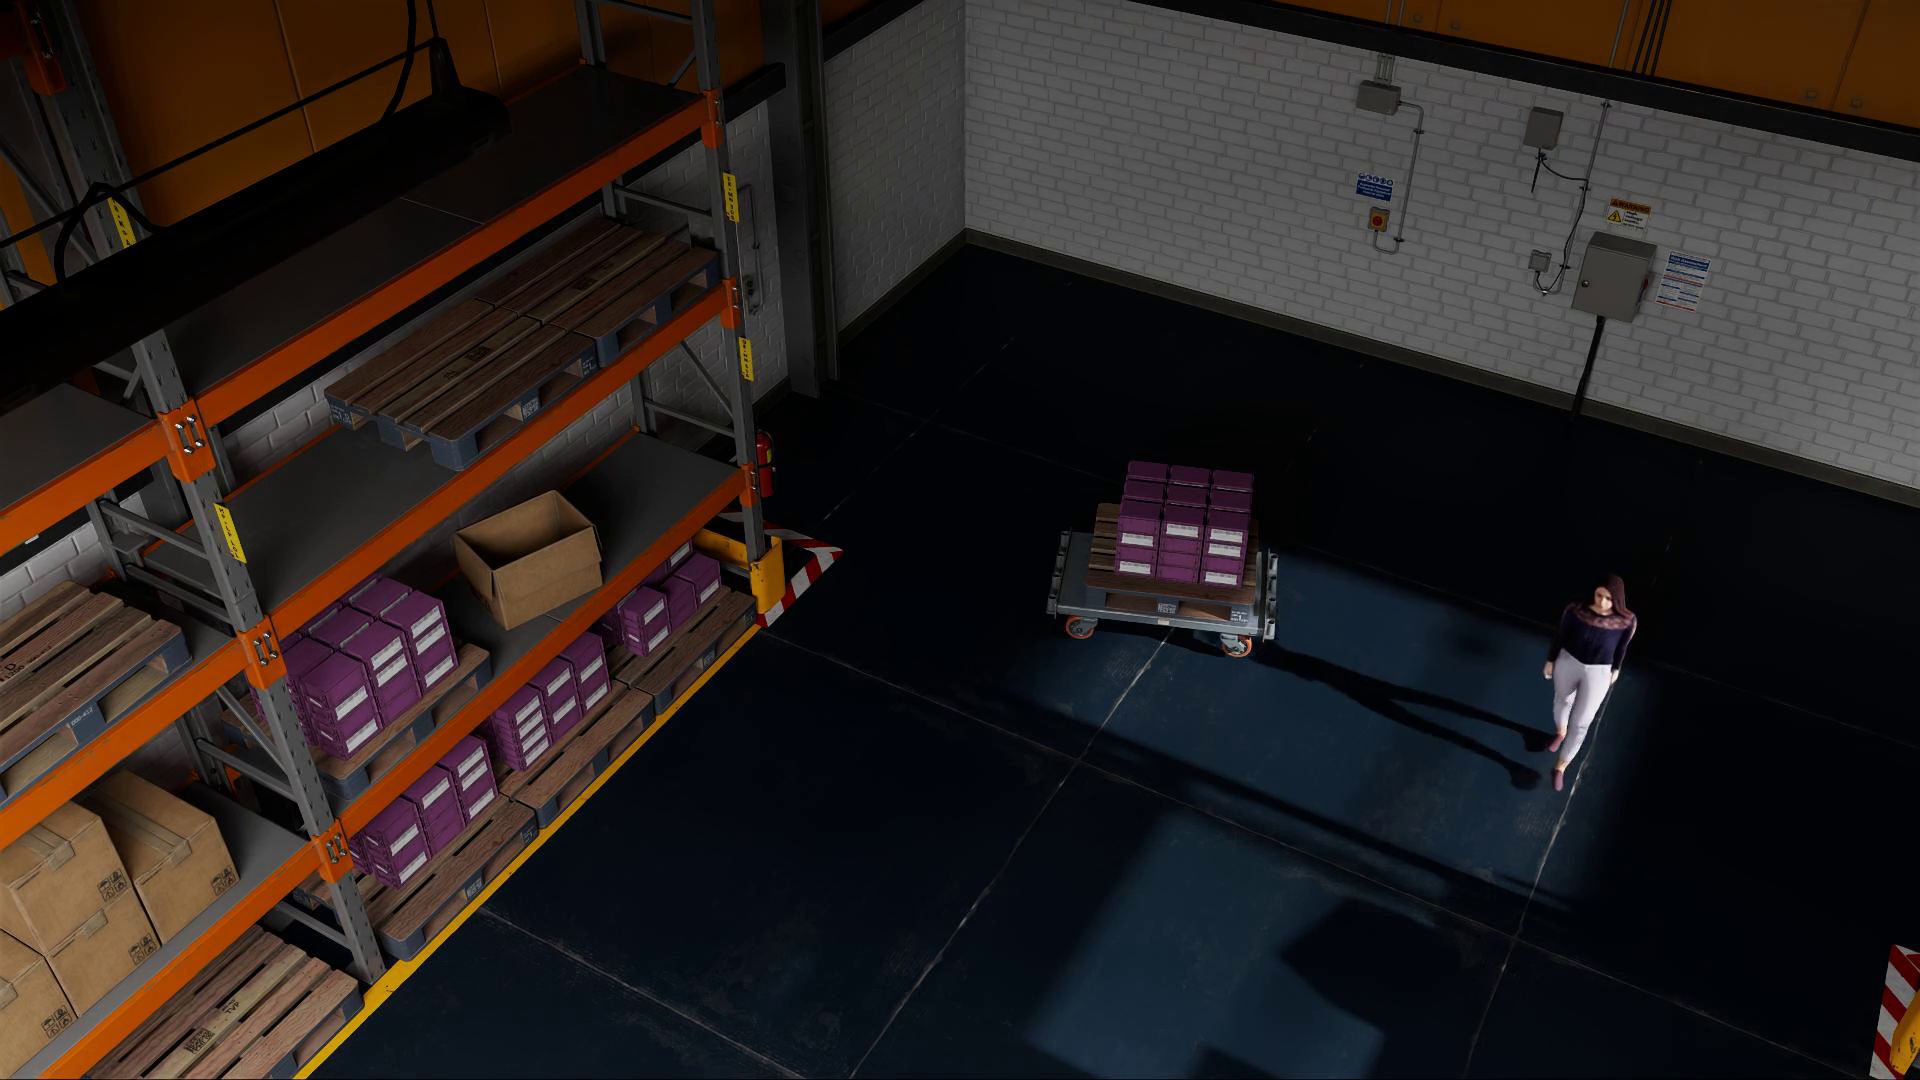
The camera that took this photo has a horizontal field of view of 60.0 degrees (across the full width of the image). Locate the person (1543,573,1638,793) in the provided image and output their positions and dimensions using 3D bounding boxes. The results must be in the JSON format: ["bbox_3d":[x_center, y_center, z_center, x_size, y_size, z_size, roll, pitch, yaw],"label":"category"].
[{"bbox_3d":[4.113,0.834,10.967,0.611,1.558,0.842,22,44,25],"label":"person"}]
